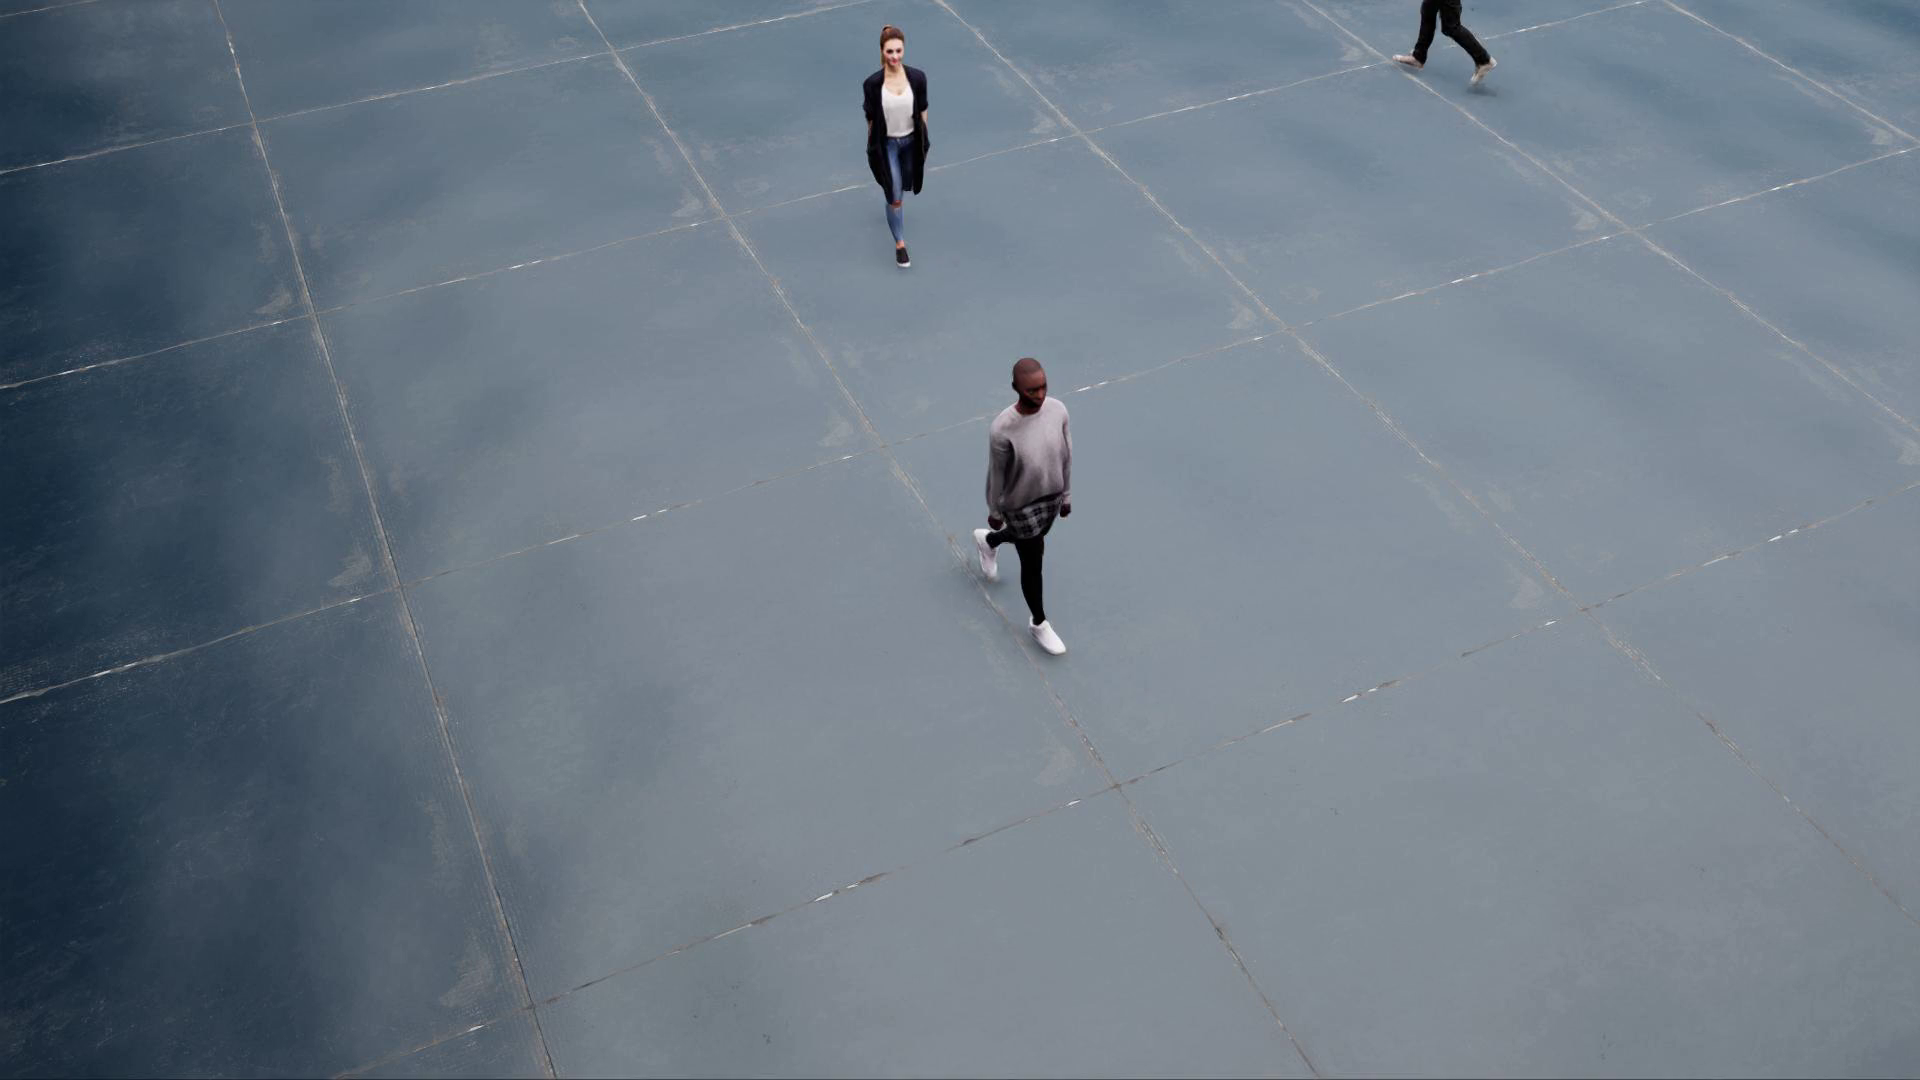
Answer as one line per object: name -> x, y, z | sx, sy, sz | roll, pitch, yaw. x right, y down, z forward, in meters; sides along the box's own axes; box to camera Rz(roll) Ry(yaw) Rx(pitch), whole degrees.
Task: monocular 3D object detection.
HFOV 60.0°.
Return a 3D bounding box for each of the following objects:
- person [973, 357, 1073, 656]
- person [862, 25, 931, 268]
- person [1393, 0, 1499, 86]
person -> 0.323, -0.261, 8.745 | 0.720, 1.746, 1.159 | -23, 47, -24
person -> -0.452, -2.792, 11.593 | 0.762, 1.664, 1.094 | -8, 43, -9
person -> 4.065, -4.521, 13.449 | 1.186, 1.728, 1.070 | 18, 45, 19
